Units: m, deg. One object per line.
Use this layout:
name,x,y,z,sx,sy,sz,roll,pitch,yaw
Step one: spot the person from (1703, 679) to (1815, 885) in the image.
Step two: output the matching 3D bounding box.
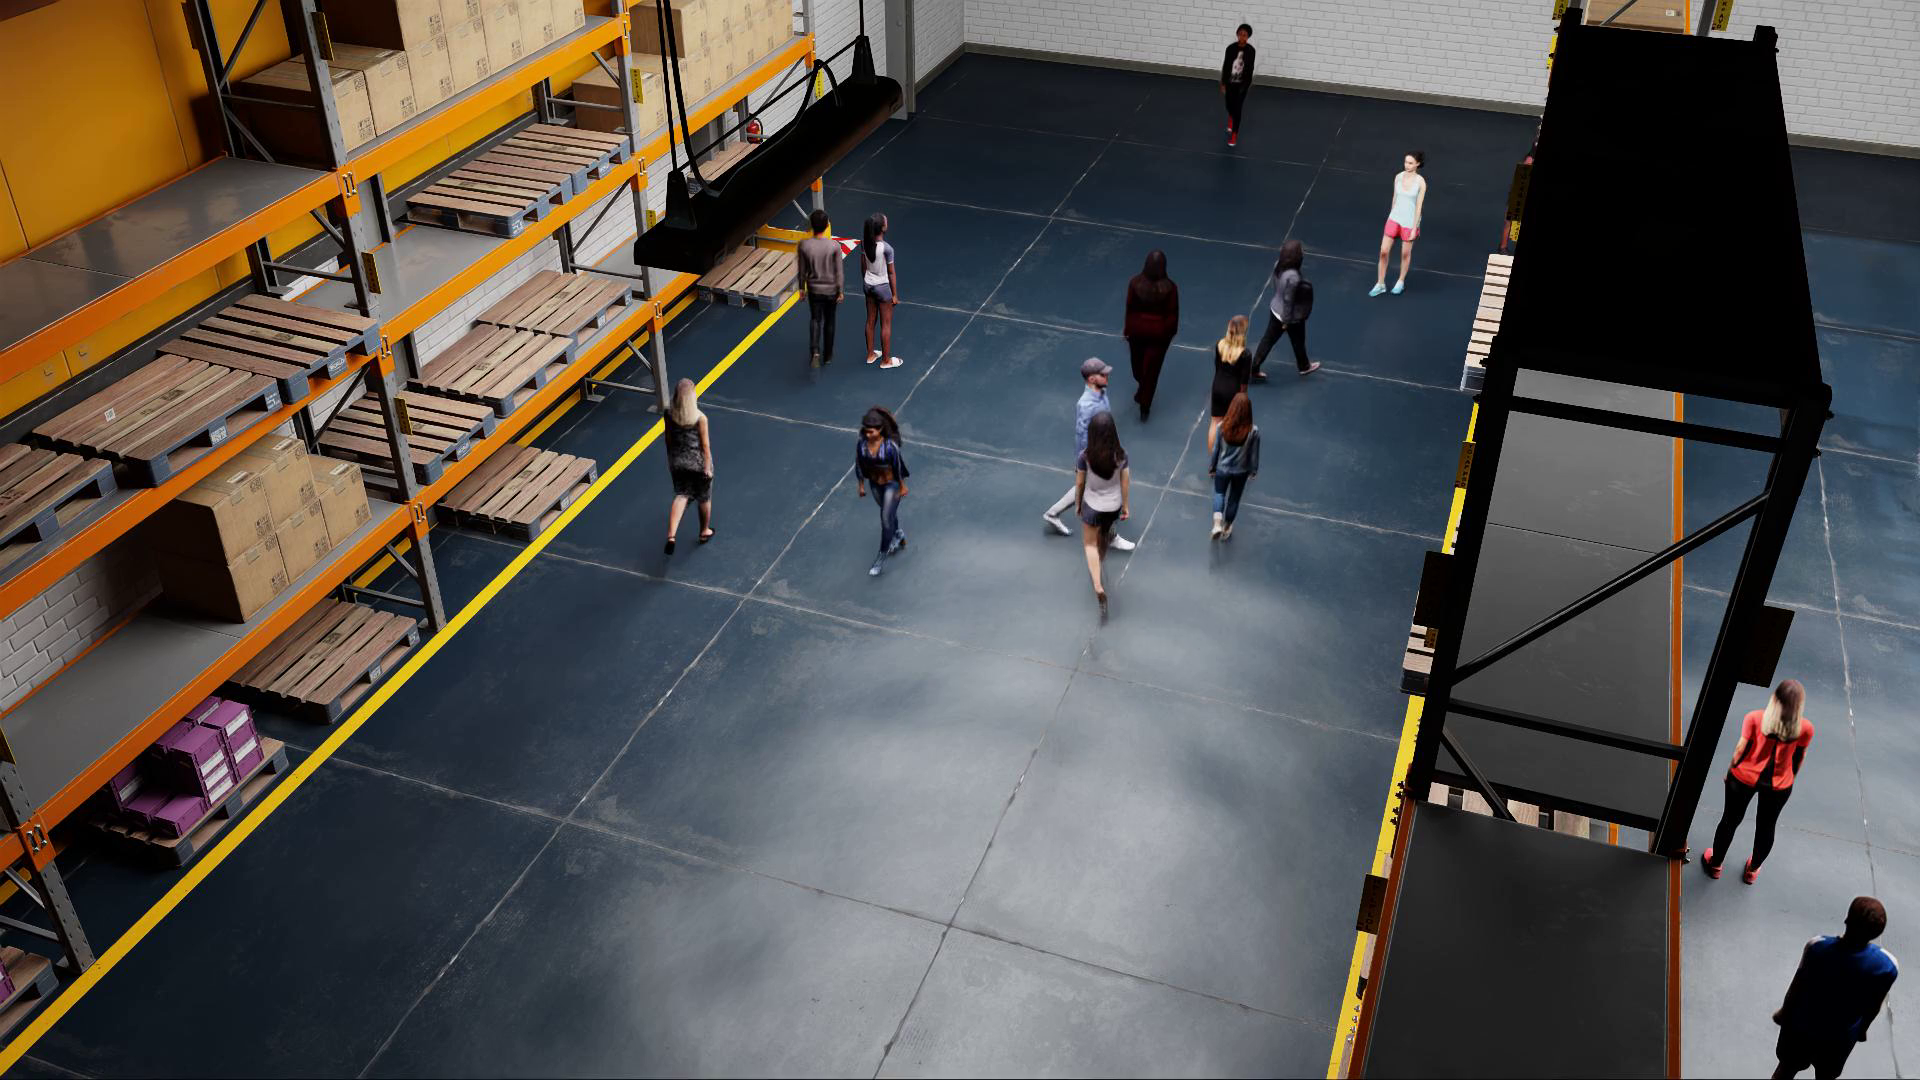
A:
person,5.436,1.634,11.292,0.592,1.693,0.529,10,35,15

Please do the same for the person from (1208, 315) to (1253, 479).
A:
person,2.503,-1.326,15.781,0.690,1.654,0.824,20,39,27

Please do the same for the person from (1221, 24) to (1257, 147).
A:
person,3.917,-6.486,23.558,0.609,1.640,1.090,10,35,15

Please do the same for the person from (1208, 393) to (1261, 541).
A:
person,2.424,-0.601,14.858,0.608,1.468,0.677,9,35,13

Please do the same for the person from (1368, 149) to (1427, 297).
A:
person,5.177,-3.667,19.218,0.728,1.749,0.886,24,40,31

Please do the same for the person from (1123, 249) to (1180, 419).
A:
person,1.896,-2.046,16.805,0.699,1.719,1.071,10,35,14

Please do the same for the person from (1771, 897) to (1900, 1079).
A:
person,4.928,2.737,9.478,0.662,1.866,0.586,9,35,13

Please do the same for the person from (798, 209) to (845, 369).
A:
person,-1.473,-2.601,17.612,0.990,1.751,0.810,11,35,15

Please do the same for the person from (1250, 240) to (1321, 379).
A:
person,3.352,-2.356,17.421,1.154,1.555,1.140,-11,35,-16

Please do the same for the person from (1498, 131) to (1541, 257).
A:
person,6.760,-4.099,19.918,1.106,1.692,1.195,-15,36,-21

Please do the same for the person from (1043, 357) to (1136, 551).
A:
person,1.113,-0.788,14.774,0.779,1.873,1.071,8,34,12

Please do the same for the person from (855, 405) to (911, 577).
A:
person,-0.627,-0.500,14.598,0.723,1.589,0.954,17,37,24

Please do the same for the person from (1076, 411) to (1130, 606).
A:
person,1.221,-0.247,14.141,0.949,1.673,1.130,-5,34,-8

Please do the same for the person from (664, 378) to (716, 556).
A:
person,-2.416,-0.595,14.654,0.611,1.684,0.956,9,35,14

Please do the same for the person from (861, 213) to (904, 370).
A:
person,-0.869,-2.670,17.740,0.685,1.723,0.665,25,41,33
